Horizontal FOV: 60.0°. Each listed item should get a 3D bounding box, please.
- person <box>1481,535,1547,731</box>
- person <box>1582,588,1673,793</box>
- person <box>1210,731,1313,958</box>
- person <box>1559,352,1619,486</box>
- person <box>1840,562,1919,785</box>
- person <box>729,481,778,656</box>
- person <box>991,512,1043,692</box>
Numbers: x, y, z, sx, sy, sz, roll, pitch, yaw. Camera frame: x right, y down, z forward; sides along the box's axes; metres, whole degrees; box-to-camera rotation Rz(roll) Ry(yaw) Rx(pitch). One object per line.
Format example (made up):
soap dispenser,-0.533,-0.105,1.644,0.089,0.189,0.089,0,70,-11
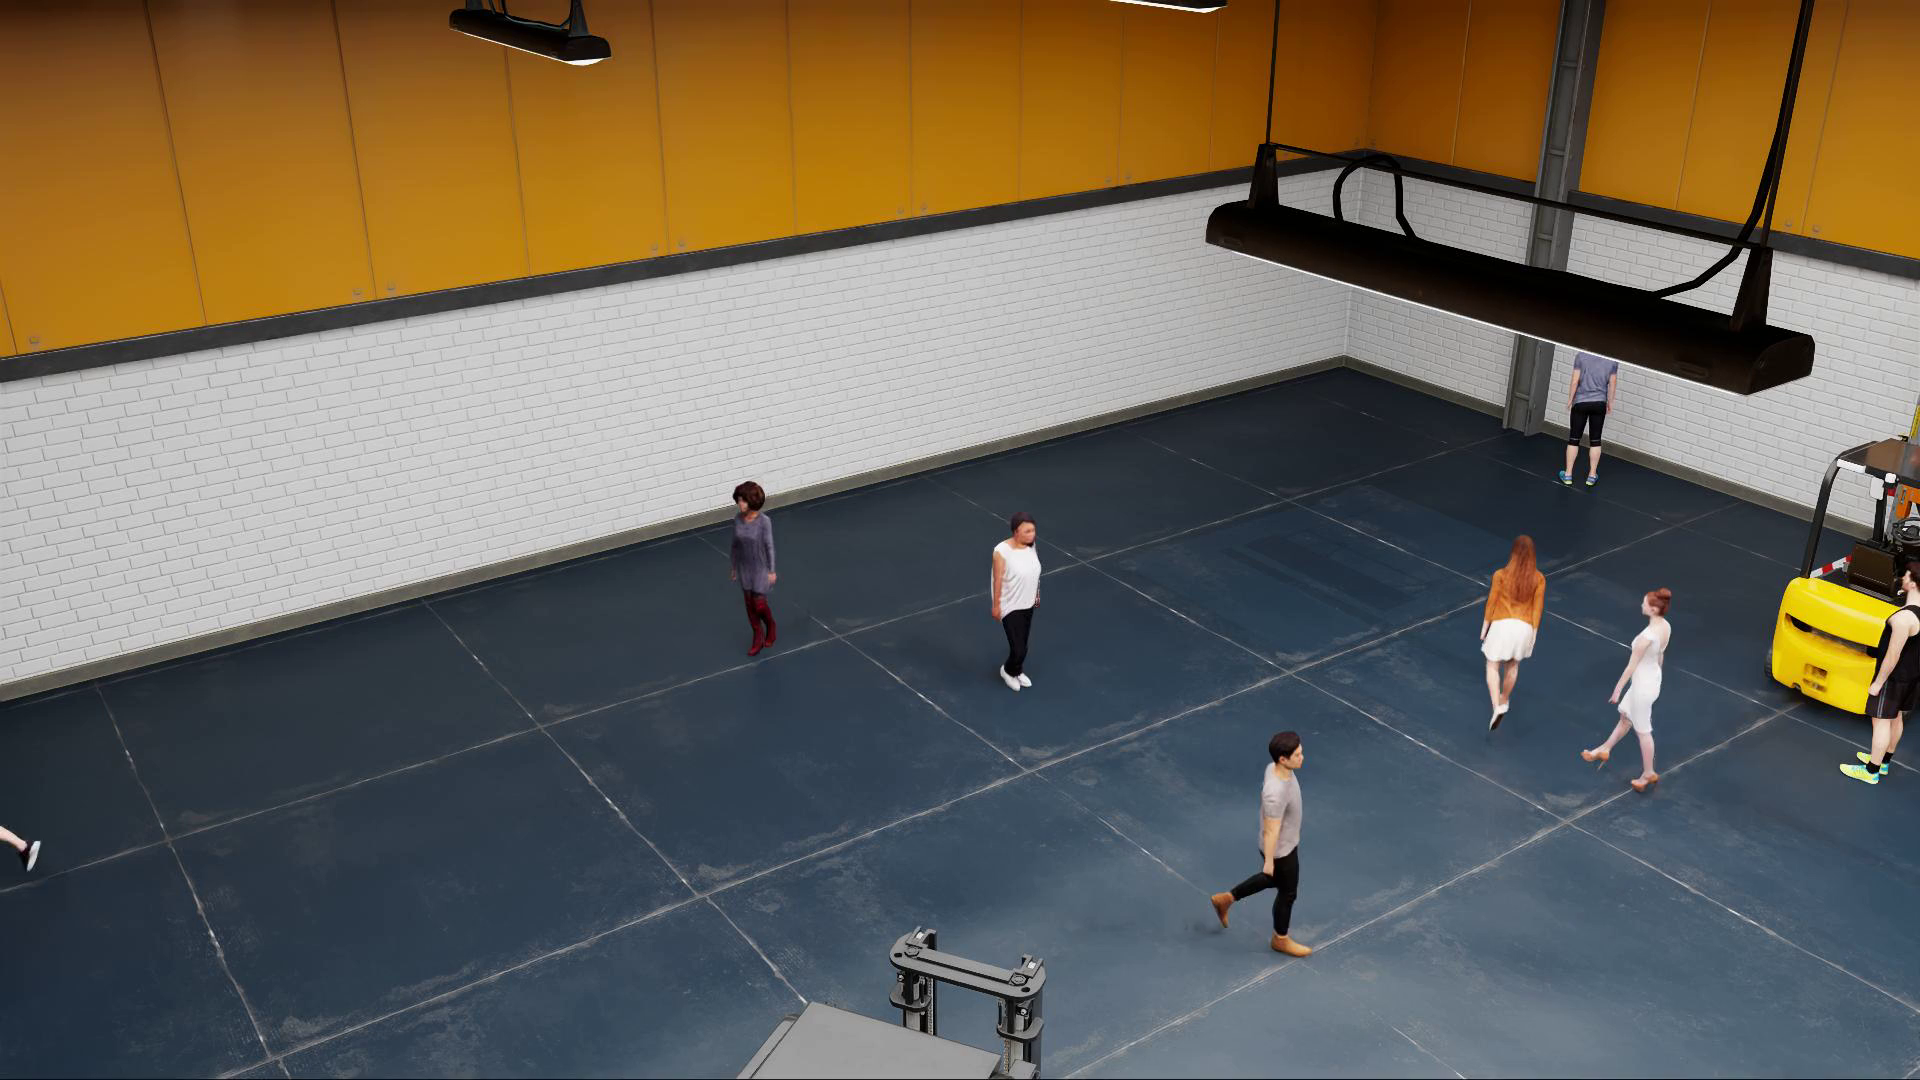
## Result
person,4.663,0.802,14.064,1.011,1.696,1.078,4,24,9
person,5.433,1.213,13.025,0.704,1.775,0.925,-22,32,-40
person,2.073,2.029,11.245,1.037,1.706,0.957,6,24,13
person,7.280,-1.555,19.215,0.736,1.889,0.811,6,24,13
person,7.459,1.054,13.244,0.669,1.892,0.579,-17,29,-34
person,-1.839,0.252,15.318,0.697,1.699,0.780,13,27,27
person,0.467,0.519,14.734,0.702,1.678,0.734,20,31,38
